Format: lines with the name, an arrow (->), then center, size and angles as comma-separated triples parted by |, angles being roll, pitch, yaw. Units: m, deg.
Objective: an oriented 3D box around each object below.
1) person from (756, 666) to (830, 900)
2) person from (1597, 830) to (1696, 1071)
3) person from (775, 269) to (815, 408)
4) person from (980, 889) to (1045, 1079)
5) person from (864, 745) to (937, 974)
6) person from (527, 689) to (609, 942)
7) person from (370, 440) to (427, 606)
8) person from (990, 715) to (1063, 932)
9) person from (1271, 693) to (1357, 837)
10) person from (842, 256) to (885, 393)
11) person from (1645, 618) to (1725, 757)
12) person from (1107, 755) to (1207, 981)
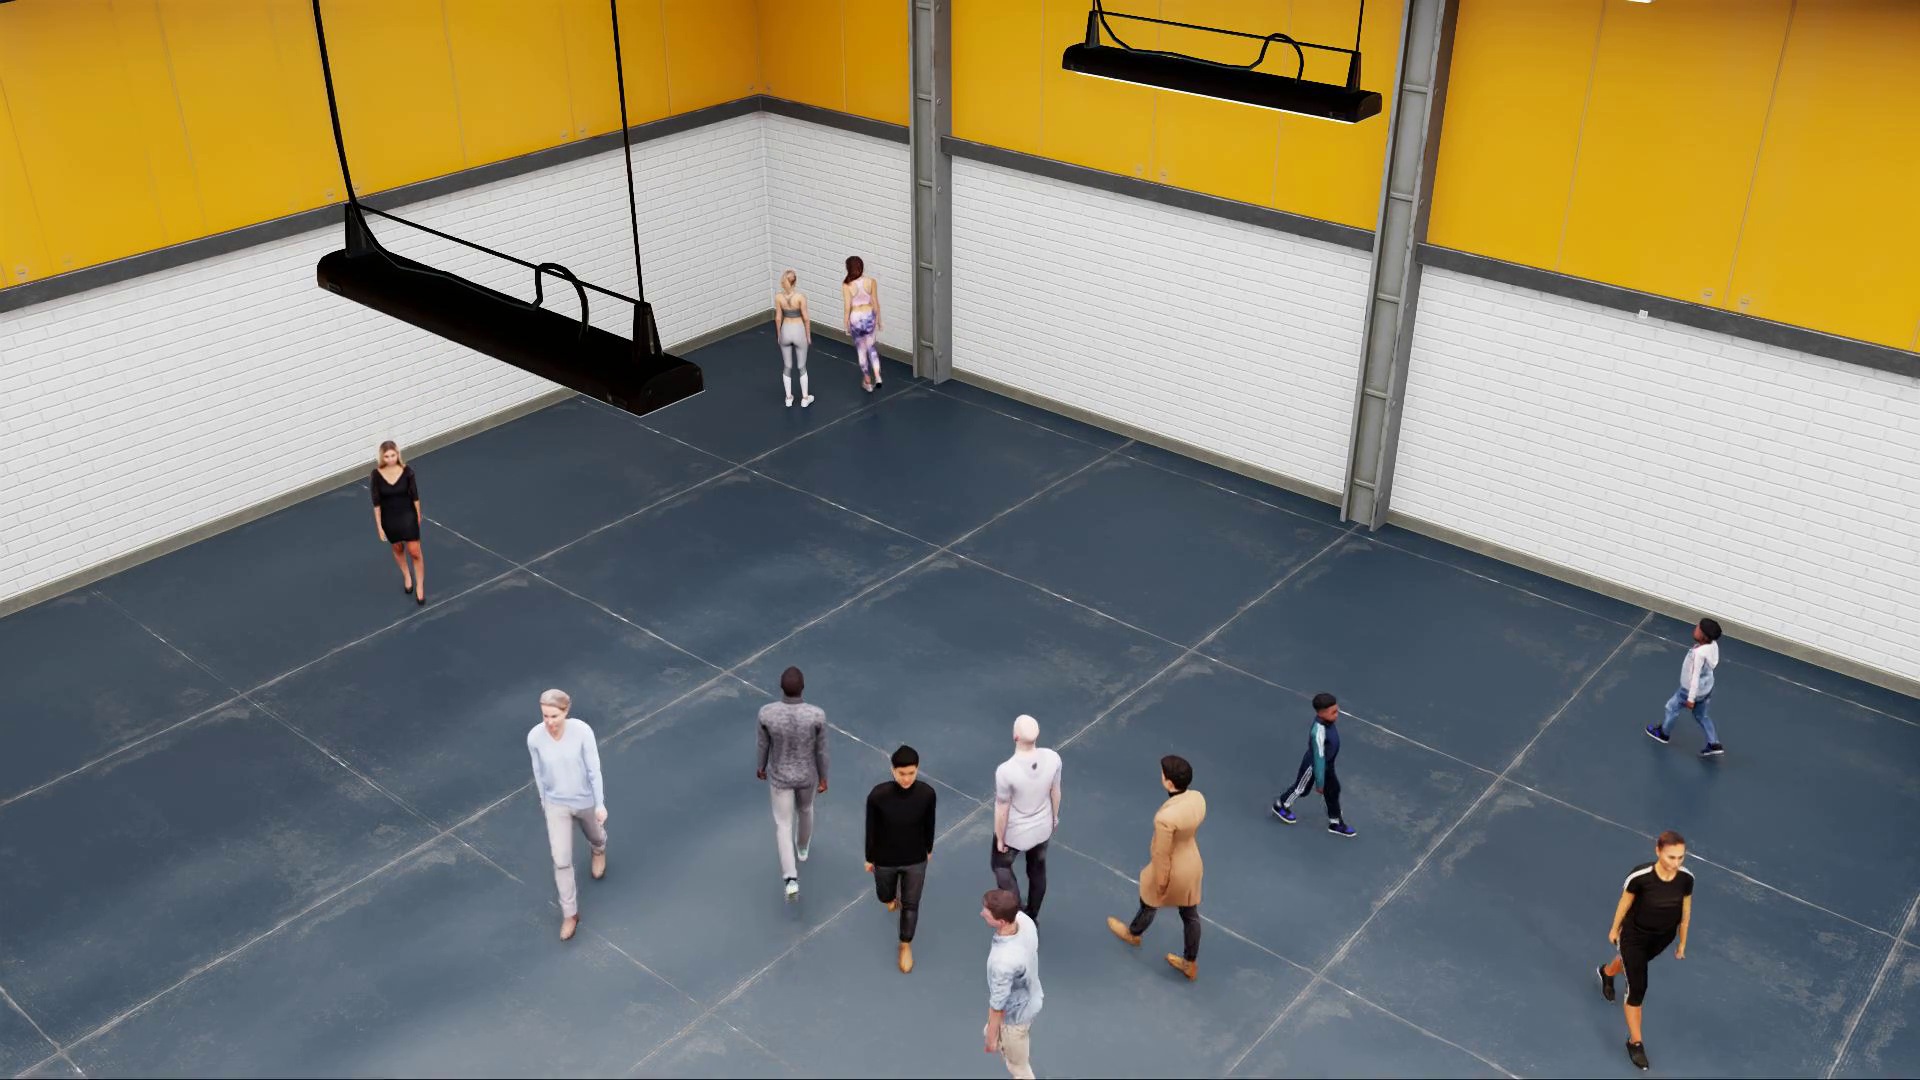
person -> -1.218, 1.756, 12.028 | 1.109, 1.819, 1.210 | -4, 29, -8
person -> 4.431, 2.516, 10.834 | 1.081, 1.628, 1.119 | -2, 29, -3
person -> -1.982, -2.404, 19.775 | 0.629, 1.704, 0.715 | 4, 29, 7
person -> 0.419, 2.838, 10.036 | 0.799, 1.826, 0.793 | 9, 30, 16
person -> -0.422, 2.111, 11.496 | 1.022, 1.704, 1.067 | 0, 29, 1
person -> -2.741, 1.819, 11.875 | 1.214, 1.854, 1.272 | -2, 29, -5
person -> -5.340, -0.220, 15.821 | 0.770, 1.655, 0.864 | -7, 29, -13
person -> 0.494, 2.040, 11.500 | 0.852, 1.825, 0.922 | -11, 31, -20
person -> 2.690, 1.700, 12.745 | 0.928, 1.231, 0.608 | 16, 32, 27
person -> -1.146, -2.543, 19.986 | 0.841, 1.744, 0.930 | -8, 30, -14
person -> 6.075, 1.223, 13.603 | 0.586, 1.246, 0.903 | -20, 34, -32
person -> 1.521, 2.253, 11.238 | 0.771, 1.702, 1.025 | -22, 36, -35
